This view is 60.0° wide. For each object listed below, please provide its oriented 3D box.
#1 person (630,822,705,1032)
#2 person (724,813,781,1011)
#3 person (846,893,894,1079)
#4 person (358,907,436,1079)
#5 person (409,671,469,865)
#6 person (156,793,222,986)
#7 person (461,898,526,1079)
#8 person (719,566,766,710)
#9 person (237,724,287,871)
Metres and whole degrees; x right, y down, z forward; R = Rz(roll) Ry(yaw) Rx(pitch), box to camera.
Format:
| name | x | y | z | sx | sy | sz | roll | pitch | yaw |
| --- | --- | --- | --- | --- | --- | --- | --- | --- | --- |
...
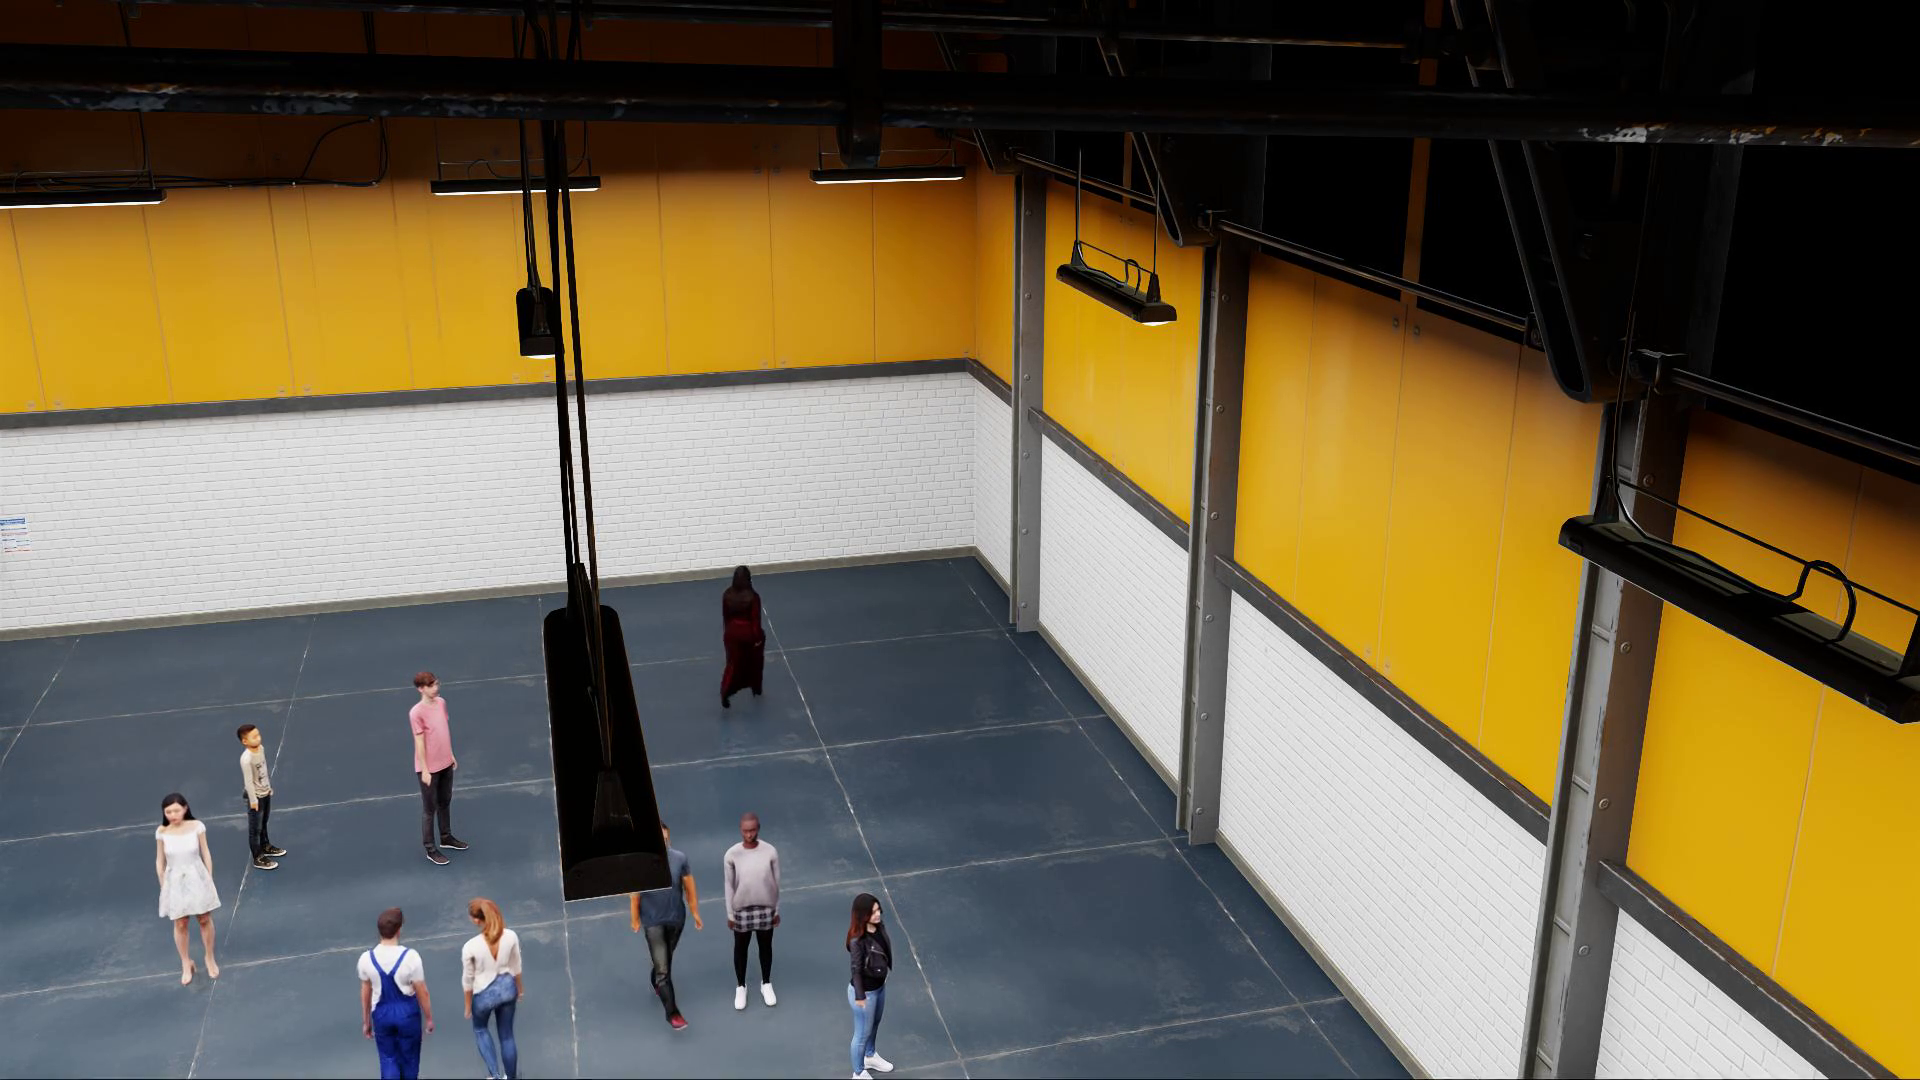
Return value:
| name | x | y | z | sx | sy | sz | roll | pitch | yaw |
| --- | --- | --- | --- | --- | --- | --- | --- | --- | --- |
| person | -2.518 | 3.128 | 13.898 | 0.913 | 1.771 | 1.194 | -13 | 23 | -34 |
| person | -1.739 | 3.095 | 13.995 | 0.619 | 1.772 | 0.529 | -4 | 19 | -12 |
| person | -0.718 | 3.500 | 13.009 | 0.784 | 1.635 | 0.688 | 7 | 20 | 19 |
| person | -4.200 | 3.617 | 12.352 | 0.747 | 1.833 | 0.856 | -1 | 19 | -3 |
| person | -5.177 | 2.201 | 16.358 | 0.769 | 1.959 | 0.674 | 7 | 20 | 19 |
| person | -6.643 | 2.990 | 14.305 | 0.677 | 1.774 | 0.670 | -8 | 20 | -21 |
| person | -3.539 | 3.548 | 12.736 | 0.733 | 1.718 | 0.713 | -13 | 22 | -33 |
| person | -2.614 | 1.193 | 19.714 | 0.989 | 1.727 | 1.160 | 5 | 19 | 14 |
| person | -6.890 | 2.484 | 16.292 | 0.656 | 1.465 | 0.525 | 0 | 19 | 0 |
